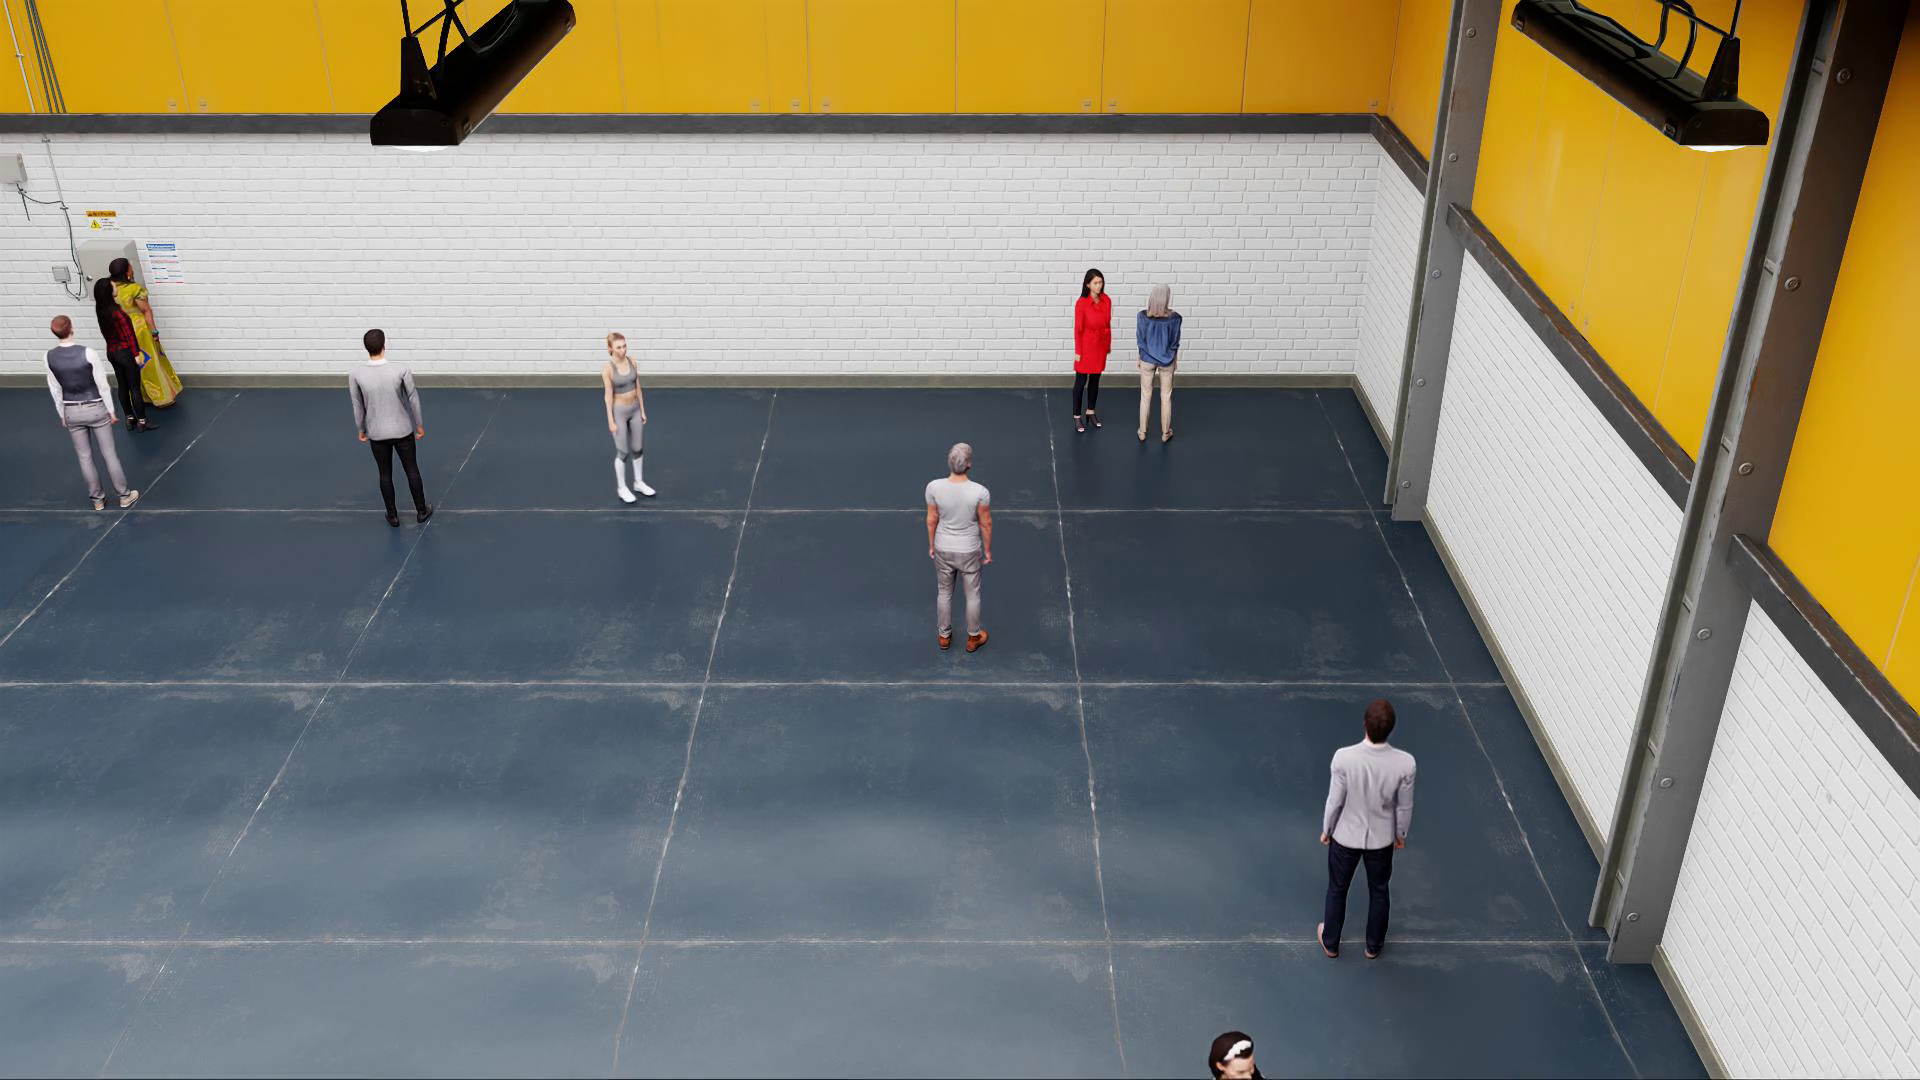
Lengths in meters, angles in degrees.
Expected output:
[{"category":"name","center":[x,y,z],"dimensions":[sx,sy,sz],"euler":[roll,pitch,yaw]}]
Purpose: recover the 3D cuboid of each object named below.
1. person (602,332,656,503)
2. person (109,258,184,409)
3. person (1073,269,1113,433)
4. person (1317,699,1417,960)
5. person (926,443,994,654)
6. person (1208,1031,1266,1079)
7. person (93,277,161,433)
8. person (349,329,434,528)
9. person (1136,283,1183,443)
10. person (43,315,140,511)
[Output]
[{"category":"person","center":[-3.200,-1.190,15.874],"dimensions":[0.715,1.697,0.646],"euler":[23,36,36]},{"category":"person","center":[-8.822,-2.223,17.808],"dimensions":[0.932,1.659,0.879],"euler":[7,29,13]},{"category":"person","center":[1.362,-1.978,17.268],"dimensions":[0.728,1.747,0.765],"euler":[-15,32,-26]},{"category":"person","center":[2.485,1.793,10.246],"dimensions":[0.693,1.850,0.577],"euler":[2,29,4]},{"category":"person","center":[-0.010,0.069,13.427],"dimensions":[0.736,1.831,0.635],"euler":[6,29,11]},{"category":"person","center":[1.237,3.054,7.969],"dimensions":[0.854,1.818,0.905],"euler":[-20,34,-32]},{"category":"person","center":[-8.694,-1.914,17.244],"dimensions":[0.660,1.658,0.665],"euler":[15,32,25]},{"category":"person","center":[-5.269,-1.034,15.355],"dimensions":[0.797,1.922,0.707],"euler":[-7,29,-13]},{"category":"person","center":[2.024,-1.821,17.031],"dimensions":[0.640,1.697,0.605],"euler":[4,29,8]},{"category":"person","center":[-8.228,-1.204,15.650],"dimensions":[0.693,1.937,0.632],"euler":[-5,29,-9]}]
